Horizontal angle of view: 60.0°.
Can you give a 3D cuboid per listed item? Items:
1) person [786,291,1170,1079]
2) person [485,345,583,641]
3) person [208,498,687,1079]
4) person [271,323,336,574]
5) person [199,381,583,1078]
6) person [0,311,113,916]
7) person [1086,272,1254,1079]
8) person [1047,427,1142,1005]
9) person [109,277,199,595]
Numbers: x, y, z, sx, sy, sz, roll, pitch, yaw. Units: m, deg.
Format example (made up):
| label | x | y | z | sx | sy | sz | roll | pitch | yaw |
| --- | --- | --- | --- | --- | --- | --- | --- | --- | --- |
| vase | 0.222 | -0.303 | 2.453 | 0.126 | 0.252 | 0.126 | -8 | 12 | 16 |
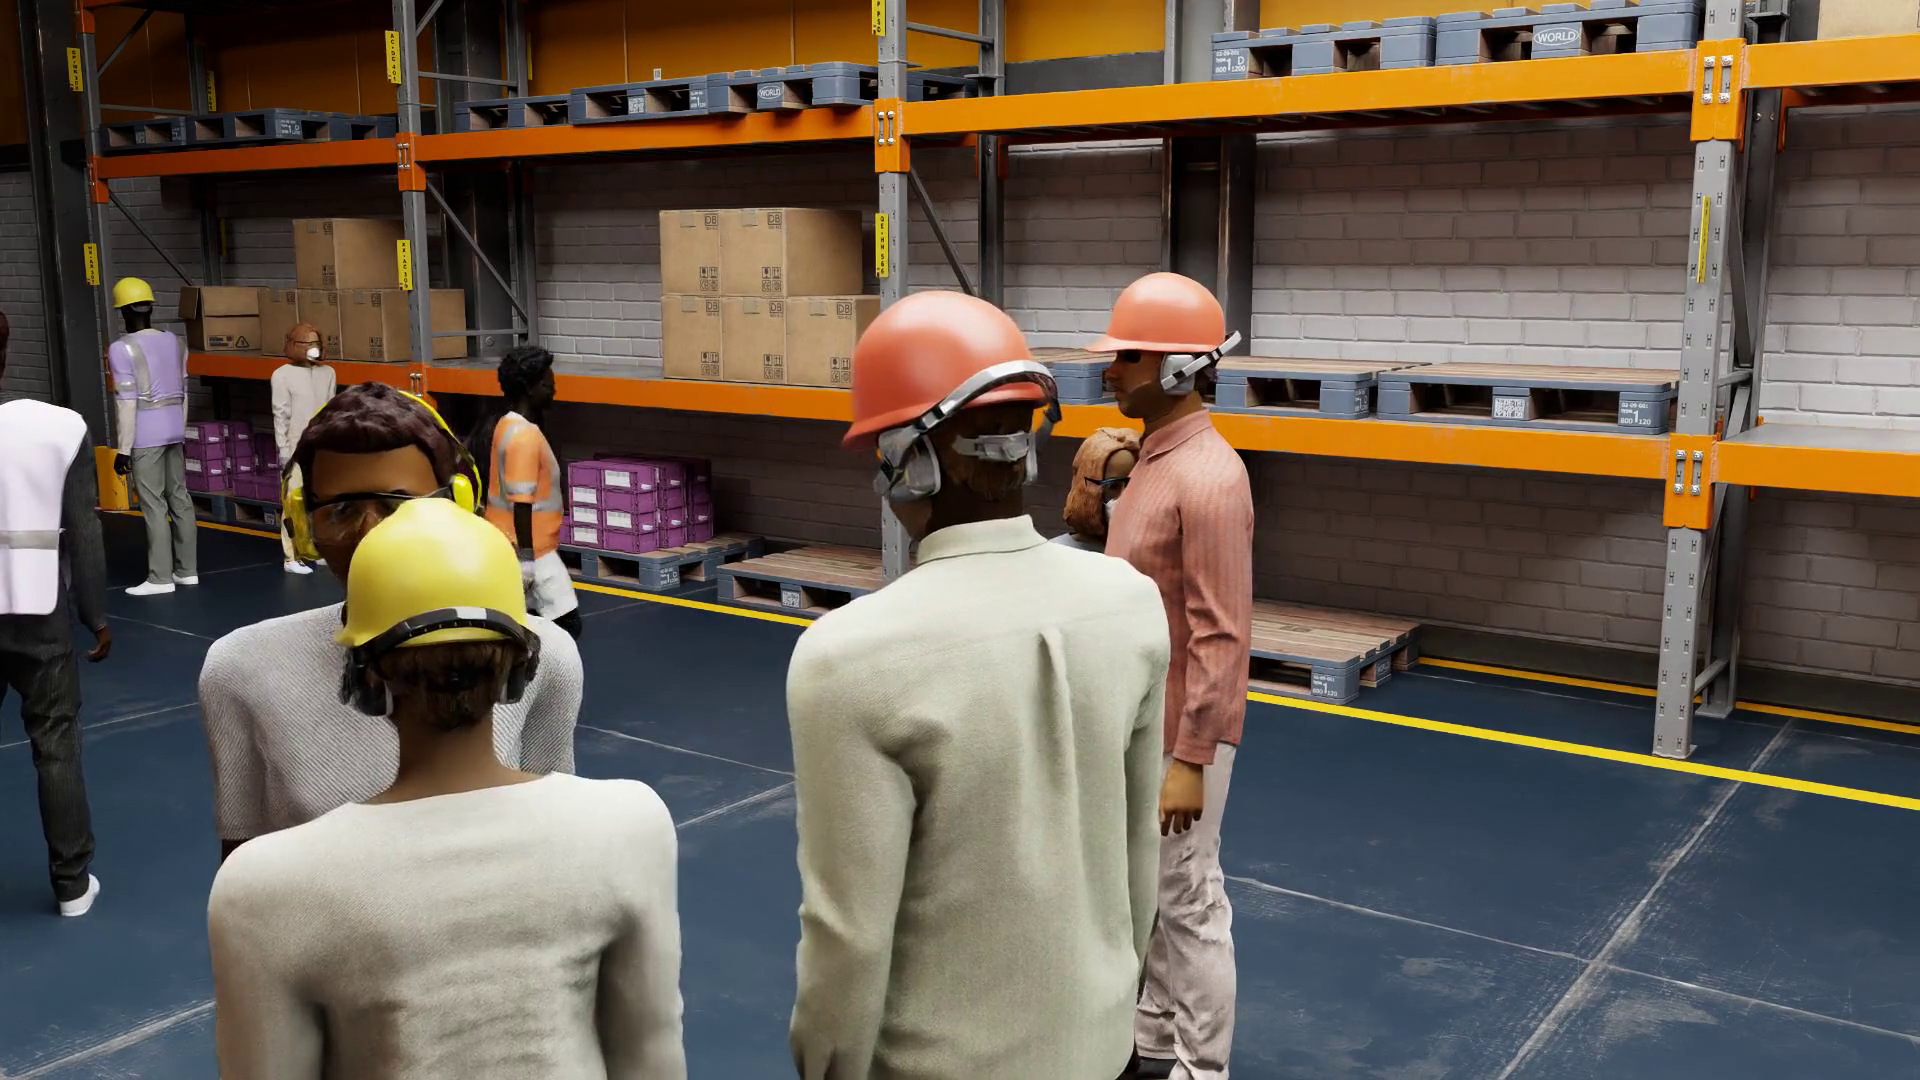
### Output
| label | x | y | z | sx | sy | sz | roll | pitch | yaw |
| --- | --- | --- | --- | --- | --- | --- | --- | --- | --- |
| person | 0.013 | 0.669 | 2.226 | 0.612 | 1.983 | 0.409 | -8 | 13 | -40 |
| person | -1.764 | 0.047 | 6.854 | 0.368 | 1.677 | 0.541 | -4 | 10 | -24 |
| person | -0.576 | 0.828 | 1.955 | 0.527 | 1.760 | 0.339 | -5 | 11 | -29 |
| person | -4.242 | -0.596 | 10.839 | 0.285 | 1.625 | 0.495 | 5 | 11 | 27 |
| person | -0.741 | 0.717 | 2.273 | 0.521 | 1.873 | 0.335 | -3 | 10 | -17 |
| person | -2.910 | 0.235 | 5.047 | 0.592 | 1.910 | 0.385 | -4 | 10 | -22 |
| person | 0.464 | 0.403 | 3.775 | 0.377 | 1.995 | 0.608 | -1 | 10 | -7 |
| person | 0.364 | 0.538 | 4.046 | 0.500 | 1.633 | 0.280 | -3 | 10 | -18 |
| person | -4.908 | -0.619 | 10.079 | 0.383 | 1.921 | 0.586 | 2 | 10 | 14 |
